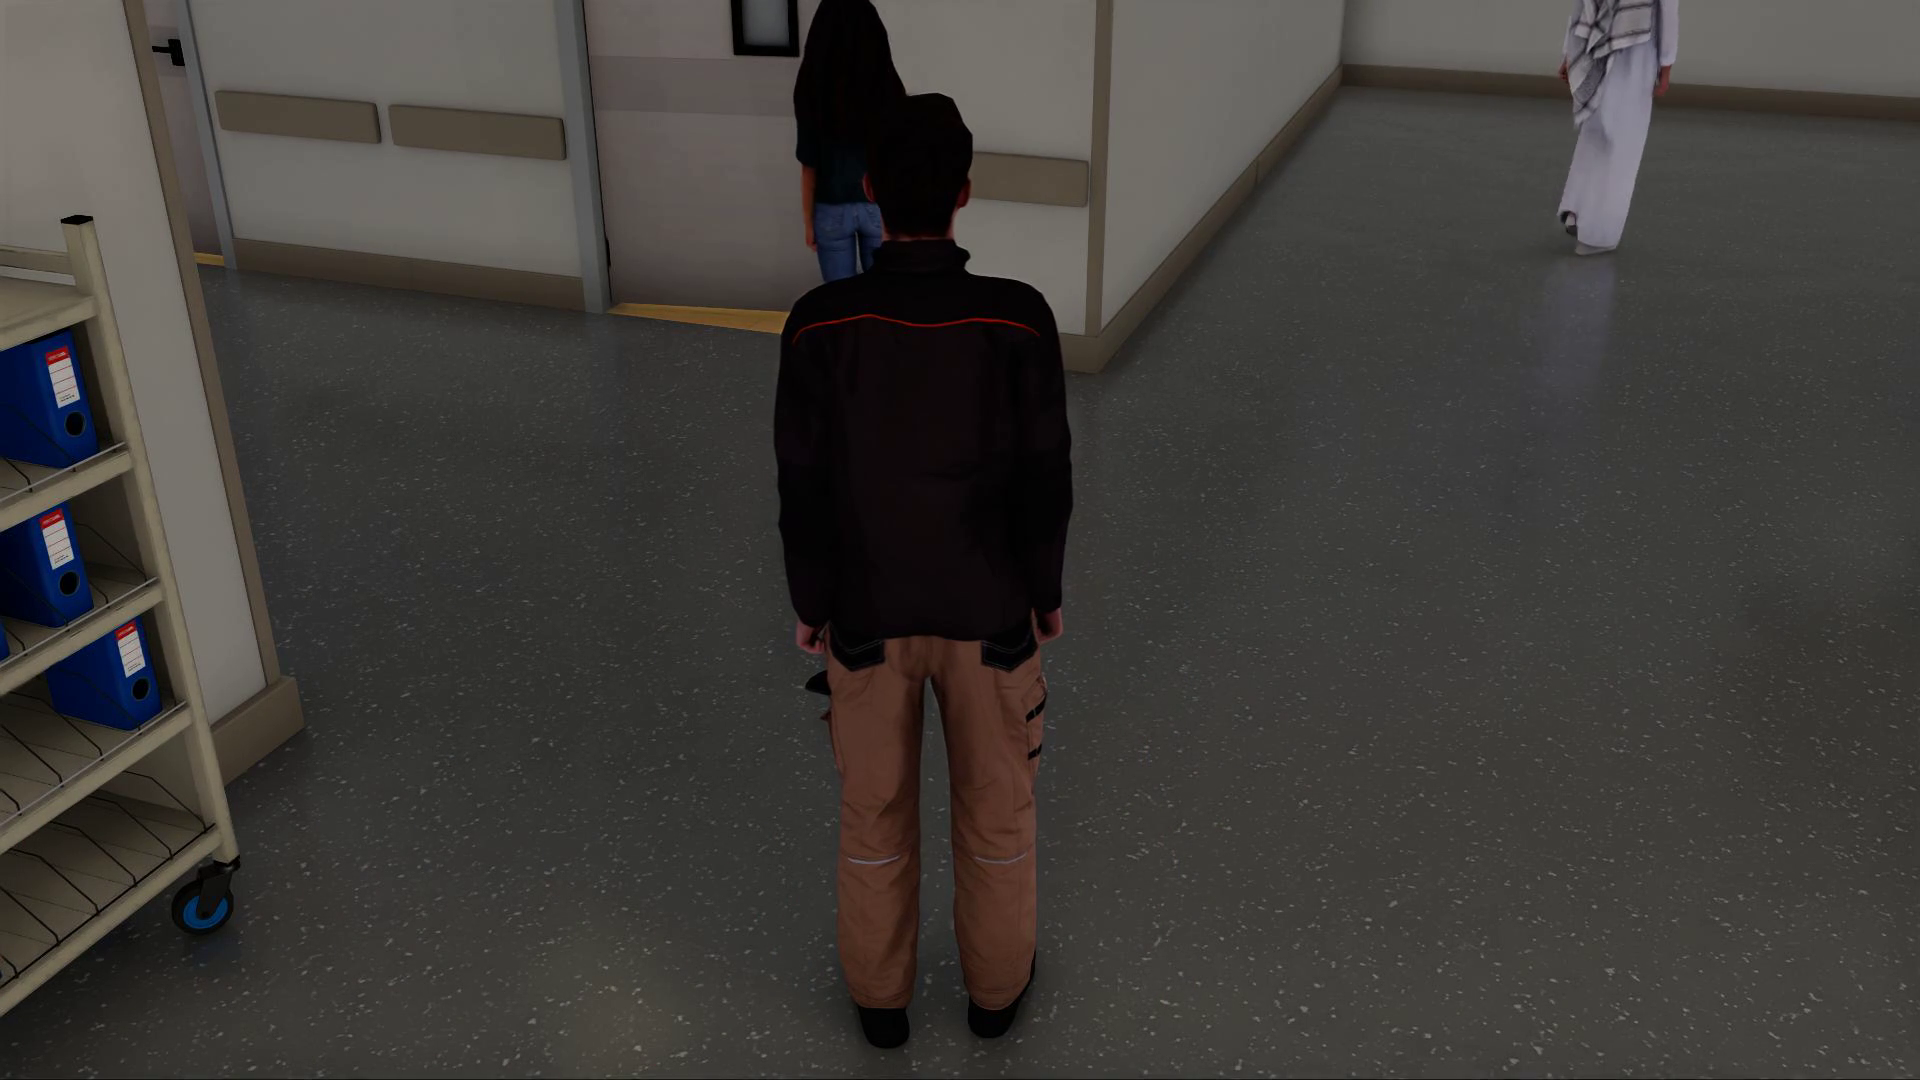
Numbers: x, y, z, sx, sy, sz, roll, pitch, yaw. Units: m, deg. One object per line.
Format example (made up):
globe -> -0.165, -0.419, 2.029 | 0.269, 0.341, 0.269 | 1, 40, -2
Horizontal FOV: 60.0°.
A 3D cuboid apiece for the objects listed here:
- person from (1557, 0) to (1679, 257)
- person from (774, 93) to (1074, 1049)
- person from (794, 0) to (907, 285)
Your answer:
person -> 3.243, -2.366, 8.327 | 0.953, 1.916, 0.897 | -21, 33, -36
person -> -0.062, 0.135, 3.130 | 0.775, 1.925, 0.746 | -1, 26, -2
person -> -0.397, -1.263, 6.385 | 0.693, 1.616, 0.729 | -3, 26, -7
